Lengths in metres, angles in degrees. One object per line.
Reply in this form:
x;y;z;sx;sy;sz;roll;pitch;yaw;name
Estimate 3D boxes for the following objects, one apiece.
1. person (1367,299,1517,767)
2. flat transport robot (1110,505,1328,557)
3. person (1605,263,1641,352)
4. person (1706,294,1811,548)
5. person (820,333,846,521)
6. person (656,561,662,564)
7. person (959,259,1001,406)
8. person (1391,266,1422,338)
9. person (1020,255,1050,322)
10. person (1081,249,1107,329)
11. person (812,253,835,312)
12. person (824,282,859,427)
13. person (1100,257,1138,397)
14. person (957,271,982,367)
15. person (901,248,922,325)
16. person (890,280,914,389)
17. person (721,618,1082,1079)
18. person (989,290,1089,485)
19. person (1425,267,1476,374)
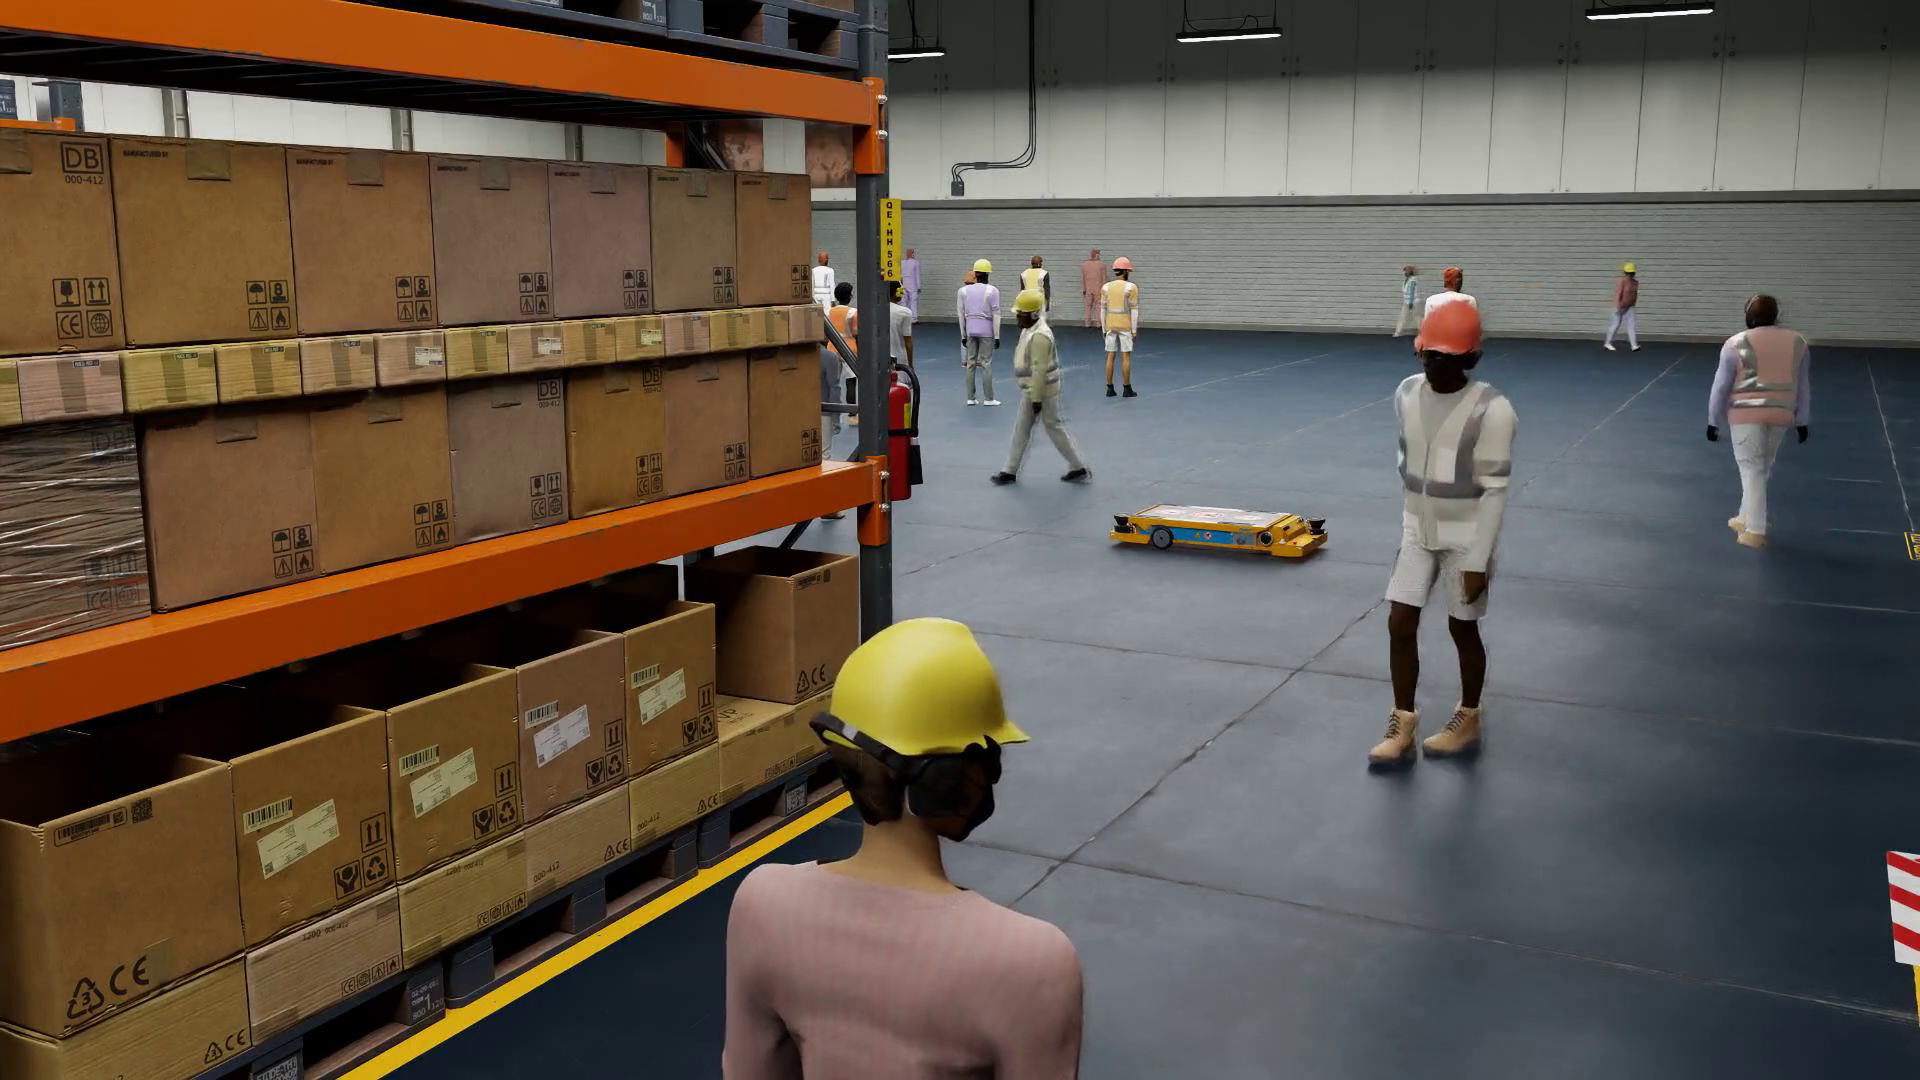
2.029;-0.006;6.936;0.794;1.978;0.634;-8;13;-36;person
1.871;-0.084;12.032;1.431;0.197;0.652;5;12;27;flat transport robot
12.862;-4.488;32.131;0.577;1.696;0.926;-3;11;-18;person
5.797;-0.886;12.199;0.657;1.804;0.845;-1;10;-3;person
-1.150;-0.964;13.109;0.501;1.633;0.285;6;12;29;person
-1.691;-0.209;9.041;0.528;1.621;0.505;6;12;29;person
0.272;-2.725;21.913;0.589;1.928;0.386;6;12;29;person
9.836;-5.181;36.255;0.836;1.578;0.550;-2;11;-11;person
1.498;-4.664;32.718;0.624;1.845;0.430;6;12;29;person
3.237;-6.020;39.951;0.643;1.905;0.399;6;12;29;person
-2.817;-4.966;34.255;0.575;1.882;0.360;6;12;29;person
-1.370;-2.177;19.549;0.536;1.697;0.322;6;12;29;person
2.224;-2.952;23.130;0.547;1.934;0.375;6;12;29;person
0.190;-3.765;28.381;0.501;1.633;0.285;6;12;29;person
-1.252;-6.367;41.826;0.643;1.910;0.399;6;12;29;person
-0.665;-1.668;16.303;0.517;1.873;0.334;6;12;29;person
-0.065;0.973;2.193;0.526;1.765;0.329;6;12;29;person
0.734;-1.370;14.990;0.903;1.768;0.630;-2;11;-11;person
5.502;-2.114;18.706;0.575;1.882;0.360;6;12;29;person
